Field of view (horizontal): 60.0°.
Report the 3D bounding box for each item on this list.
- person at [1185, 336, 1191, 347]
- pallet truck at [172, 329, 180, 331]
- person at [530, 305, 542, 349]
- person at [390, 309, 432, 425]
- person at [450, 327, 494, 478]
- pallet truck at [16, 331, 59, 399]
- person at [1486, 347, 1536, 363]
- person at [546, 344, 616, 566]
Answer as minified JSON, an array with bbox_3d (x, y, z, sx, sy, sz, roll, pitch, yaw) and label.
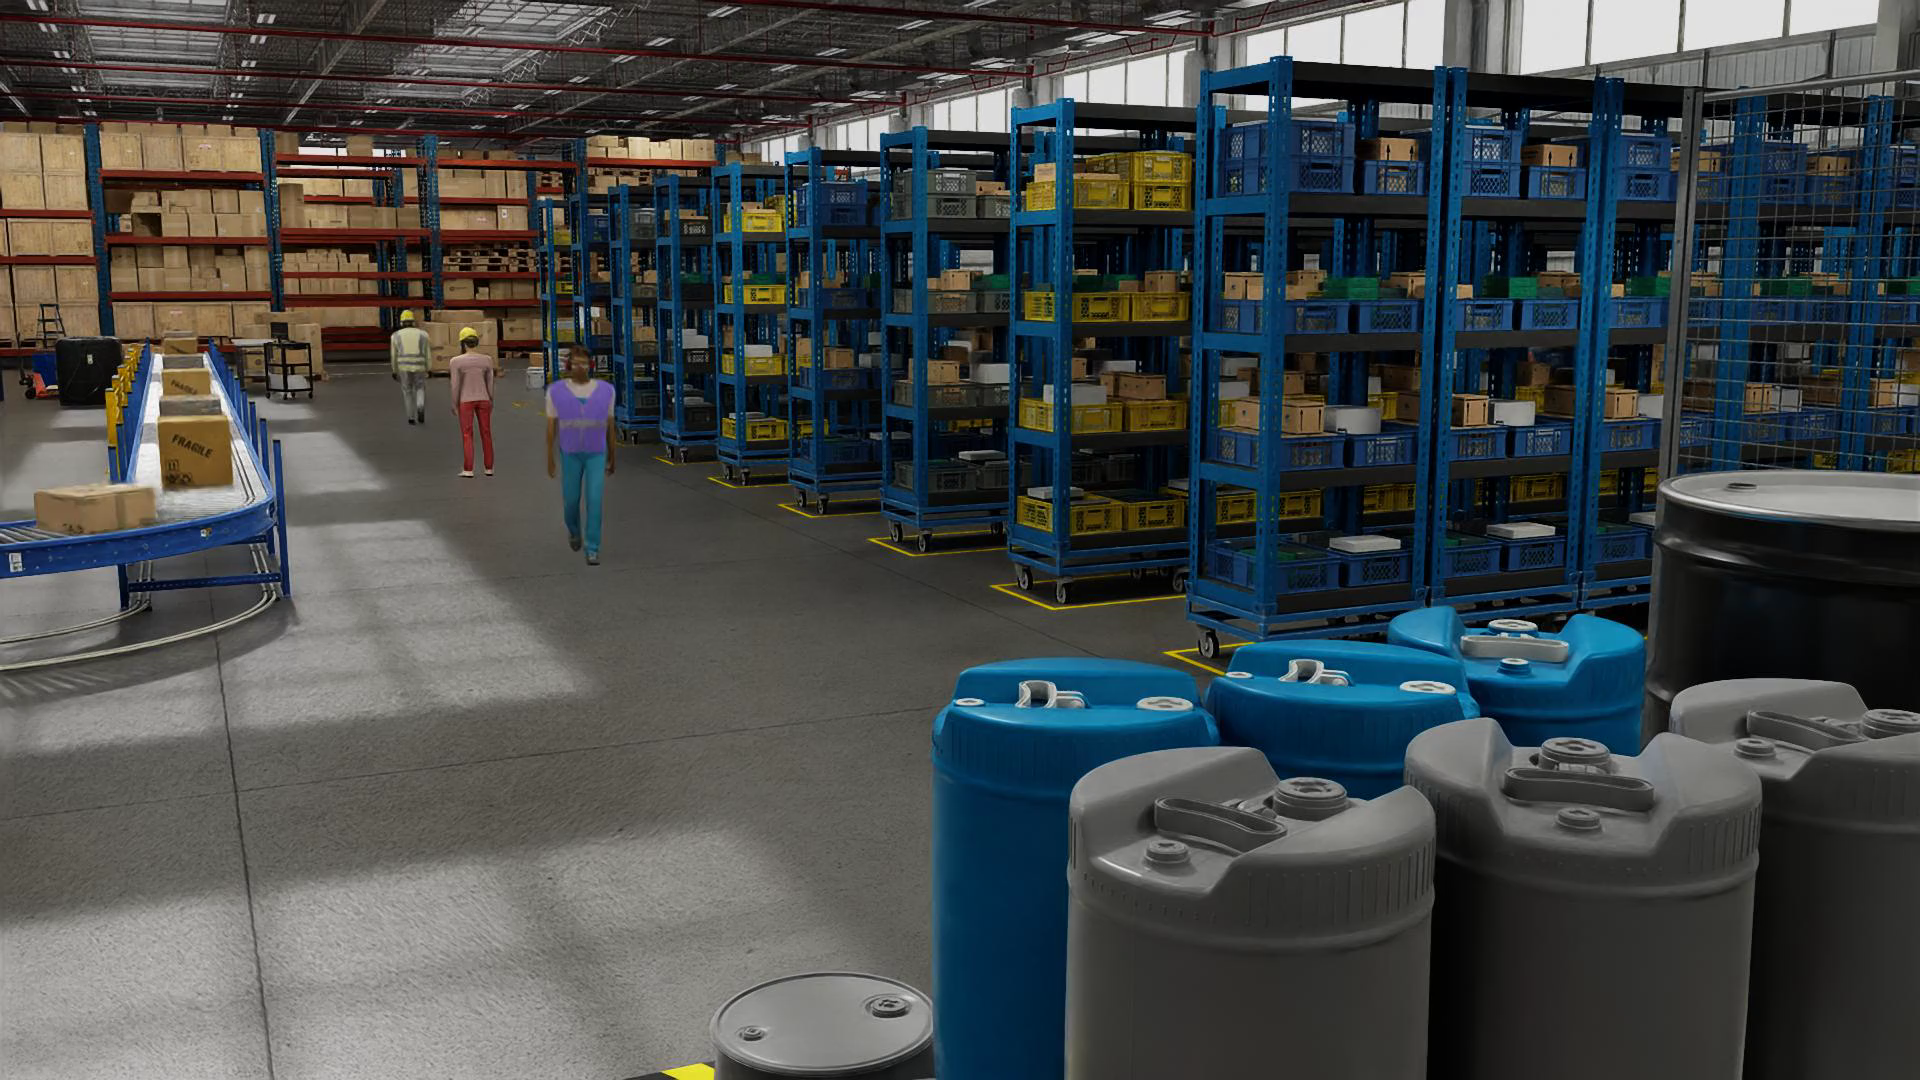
[{"bbox_3d":[3.336,-2.391,23.634,0.654,2.008,0.416,-3,10,-18],"label":"person"},{"bbox_3d":[-17.275,-3.851,35.096,1.601,1.201,0.680,0,9,1],"label":"pallet truck"},{"bbox_3d":[-12.648,-6.477,49.525,0.404,1.829,0.591,1,9,4],"label":"person"},{"bbox_3d":[-8.663,-2.718,26.227,0.623,1.816,0.459,-4,10,-22],"label":"person"},{"bbox_3d":[-5.728,-1.614,19.552,0.524,1.769,0.309,-7,11,-37],"label":"person"},{"bbox_3d":[-17.082,-3.353,31.781,1.630,1.274,0.653,-4,10,-25],"label":"pallet truck"},{"bbox_3d":[5.859,-1.422,17.802,0.606,1.952,1.018,-4,10,-25],"label":"person"},{"bbox_3d":[-3.144,-0.721,13.841,0.568,1.824,0.665,-3,10,-16],"label":"person"}]
